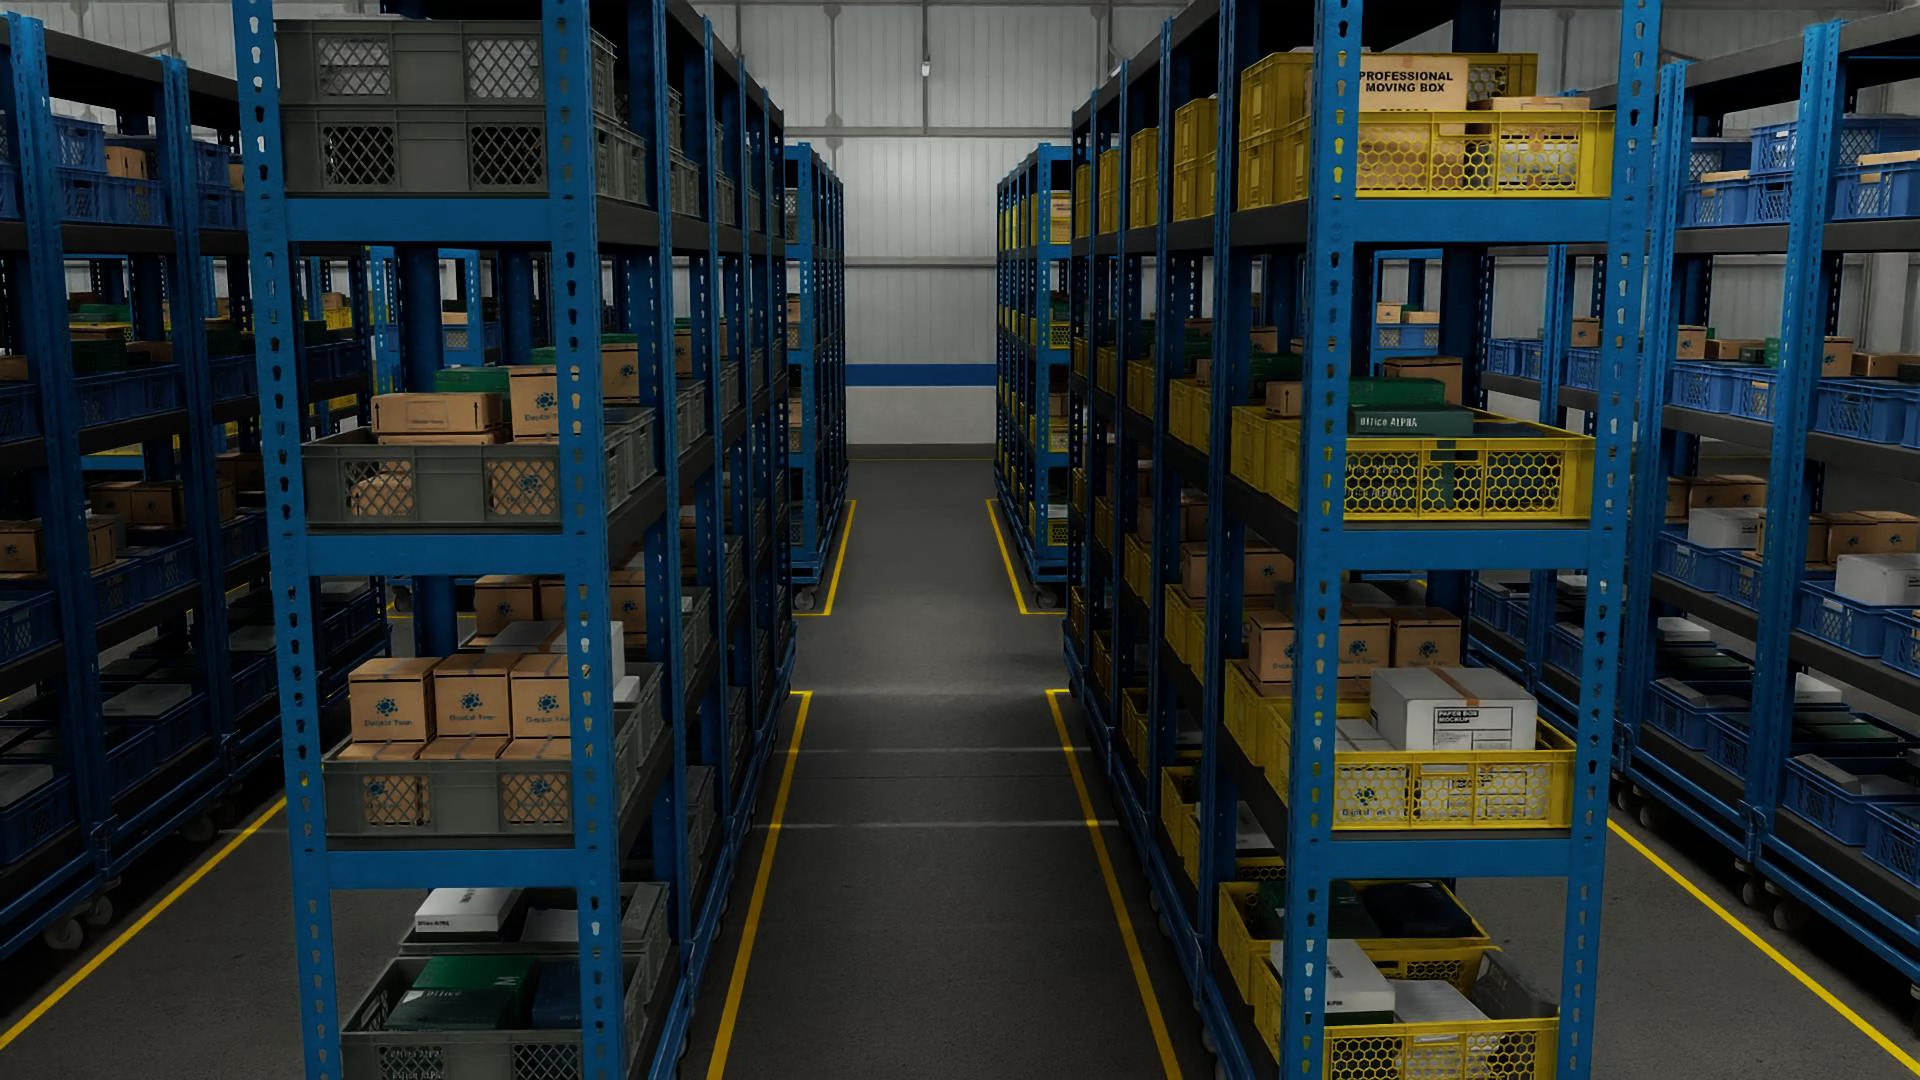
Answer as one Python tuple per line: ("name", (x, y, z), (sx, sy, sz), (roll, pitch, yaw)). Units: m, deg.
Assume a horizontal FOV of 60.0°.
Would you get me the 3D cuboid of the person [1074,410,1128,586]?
("person", (0.991, -0.058, 11.159), (0.564, 1.839, 0.390), (6, 11, 33))
